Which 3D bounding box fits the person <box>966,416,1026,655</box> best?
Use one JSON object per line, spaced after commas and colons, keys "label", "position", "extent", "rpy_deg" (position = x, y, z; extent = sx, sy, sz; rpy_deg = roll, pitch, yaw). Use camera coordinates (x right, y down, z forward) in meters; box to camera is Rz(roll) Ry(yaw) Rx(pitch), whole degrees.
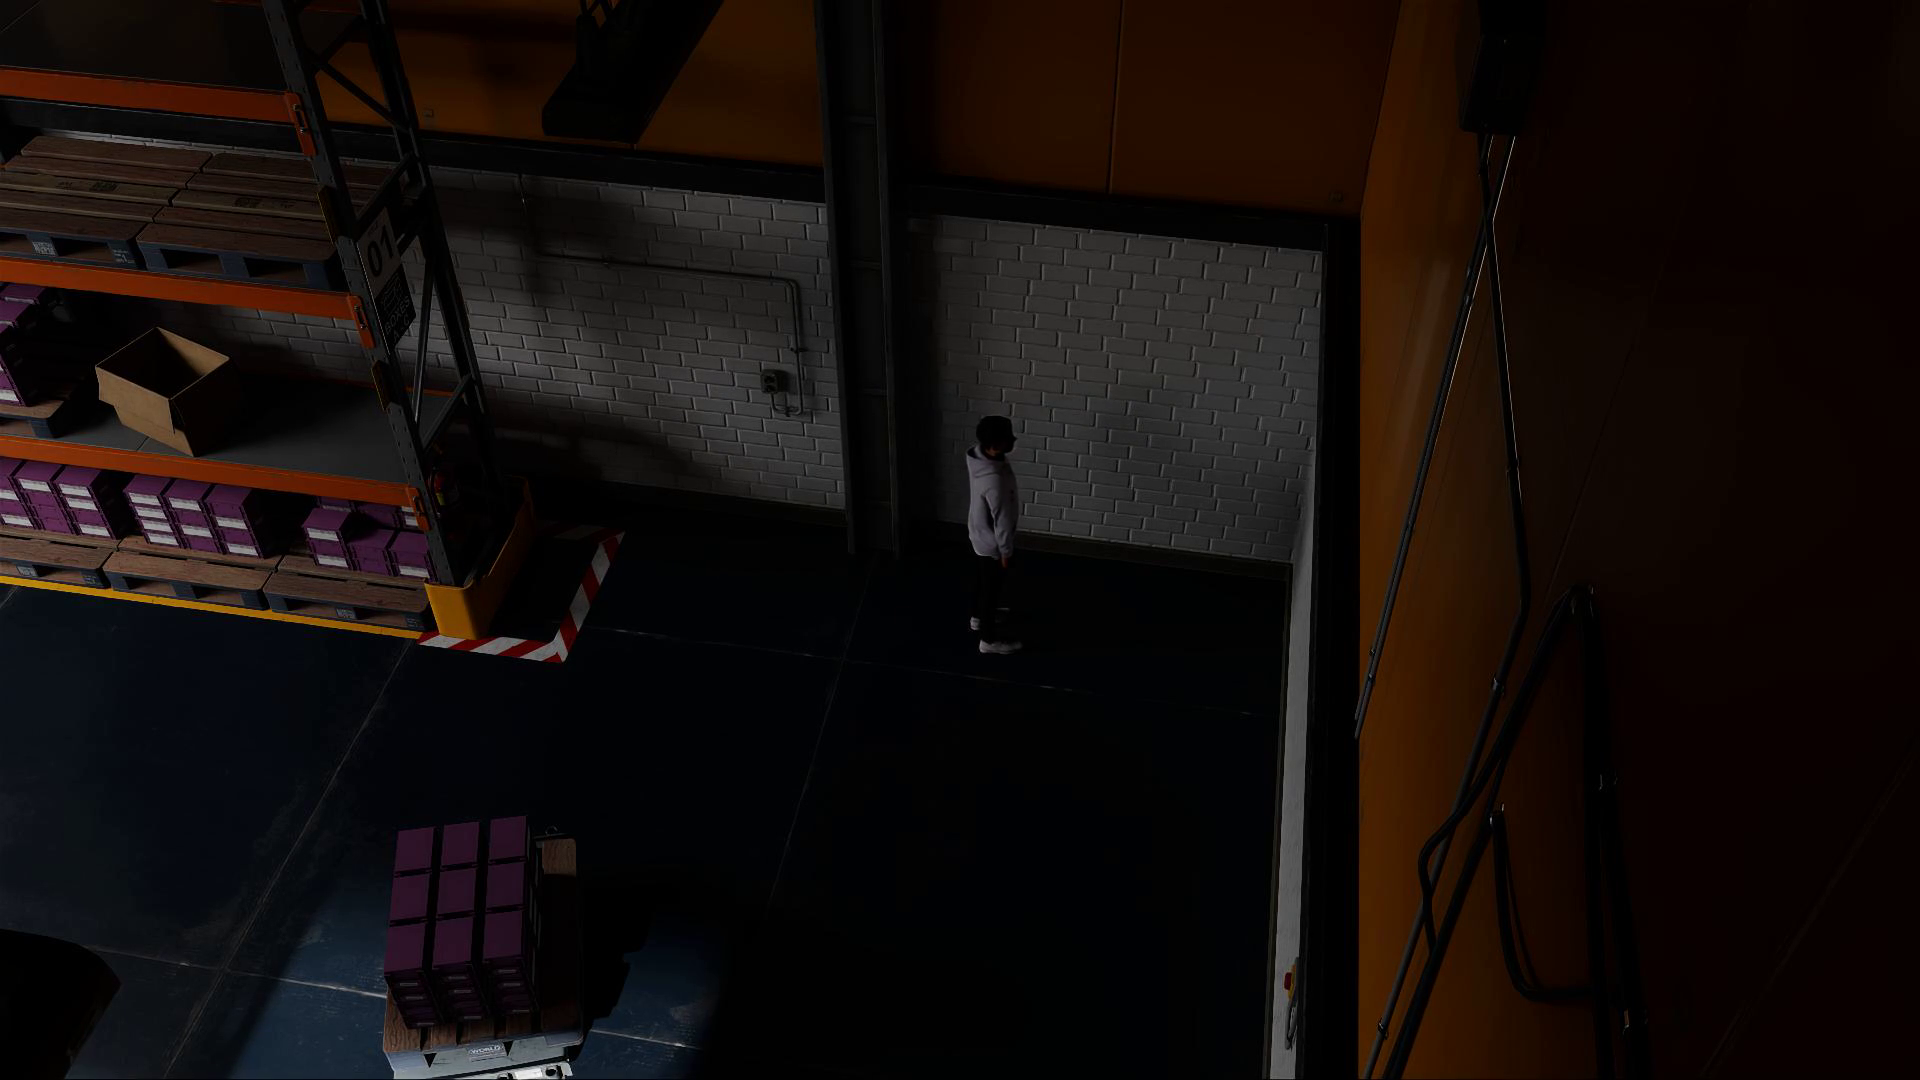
{"label": "person", "position": [0.200, -0.043, 10.928], "extent": [0.746, 1.930, 0.765], "rpy_deg": [-9, 44, -10]}
